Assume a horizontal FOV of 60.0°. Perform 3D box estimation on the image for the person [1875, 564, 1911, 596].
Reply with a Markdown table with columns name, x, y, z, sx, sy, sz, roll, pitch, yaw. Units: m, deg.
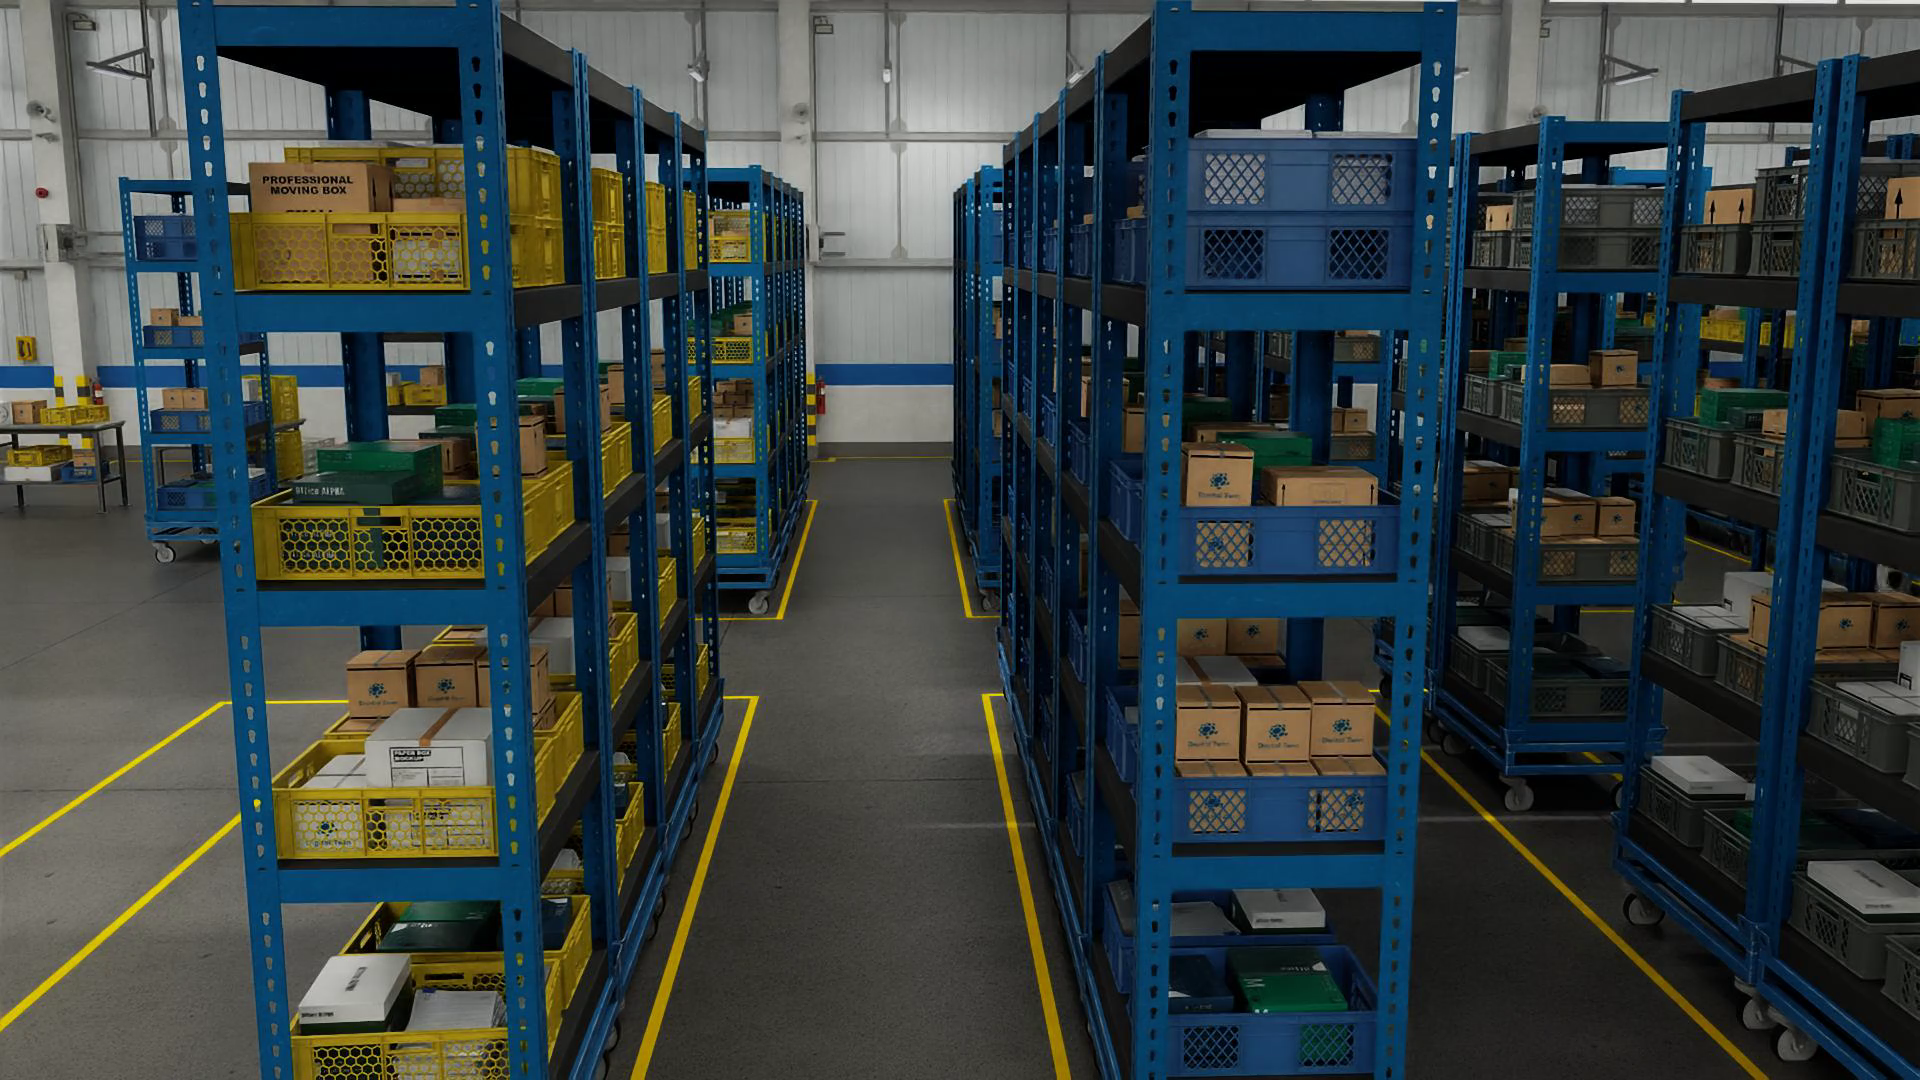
| name | x | y | z | sx | sy | sz | roll | pitch | yaw |
| --- | --- | --- | --- | --- | --- | --- | --- | --- | --- |
| person | 6.289 | 0.092 | 11.324 | 0.619 | 1.808 | 0.597 | 4 | 11 | 24 |
